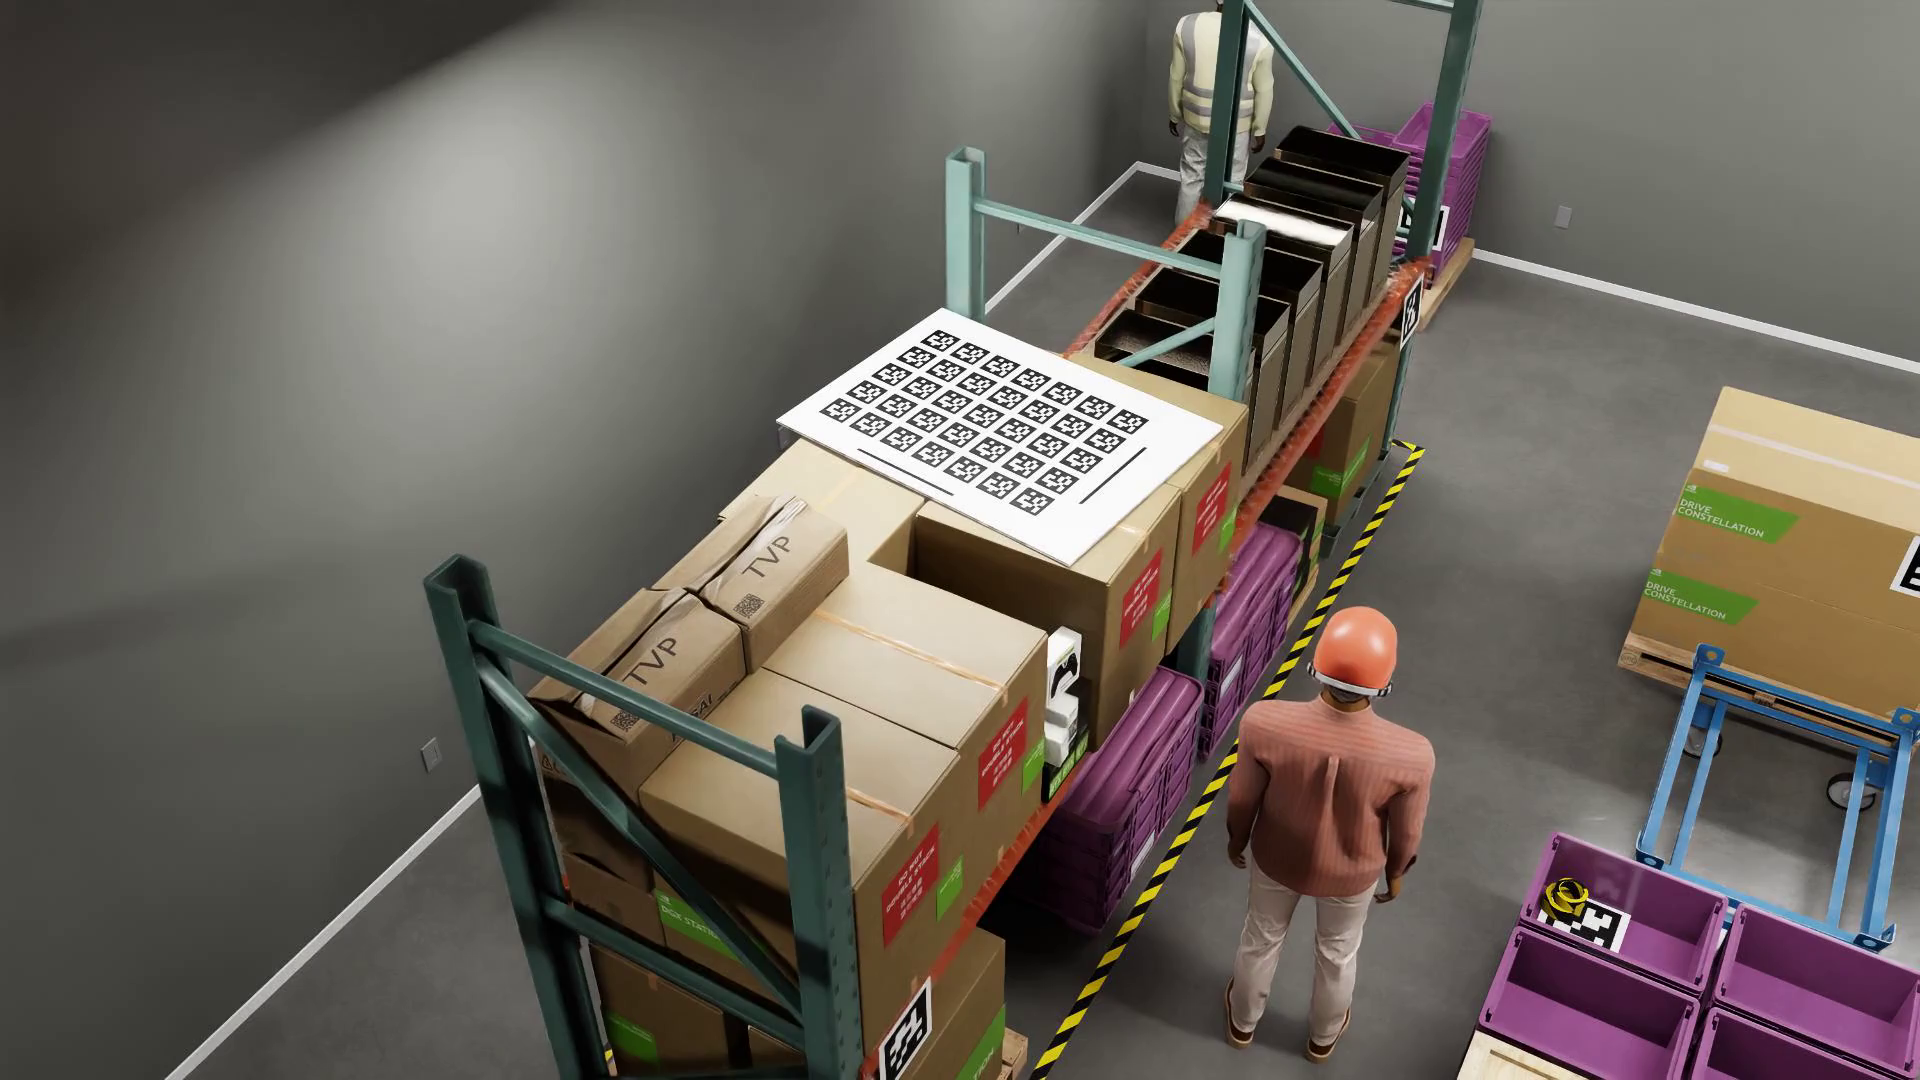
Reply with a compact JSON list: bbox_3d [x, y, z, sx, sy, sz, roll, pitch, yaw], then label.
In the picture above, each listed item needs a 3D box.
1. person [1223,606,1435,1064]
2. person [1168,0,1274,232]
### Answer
[{"bbox_3d":[1.152,0.995,5.368,0.609,1.995,0.376,10,41,12],"label":"person"},{"bbox_3d":[1.497,-2.450,9.600,0.602,1.828,0.404,15,42,17],"label":"person"}]
